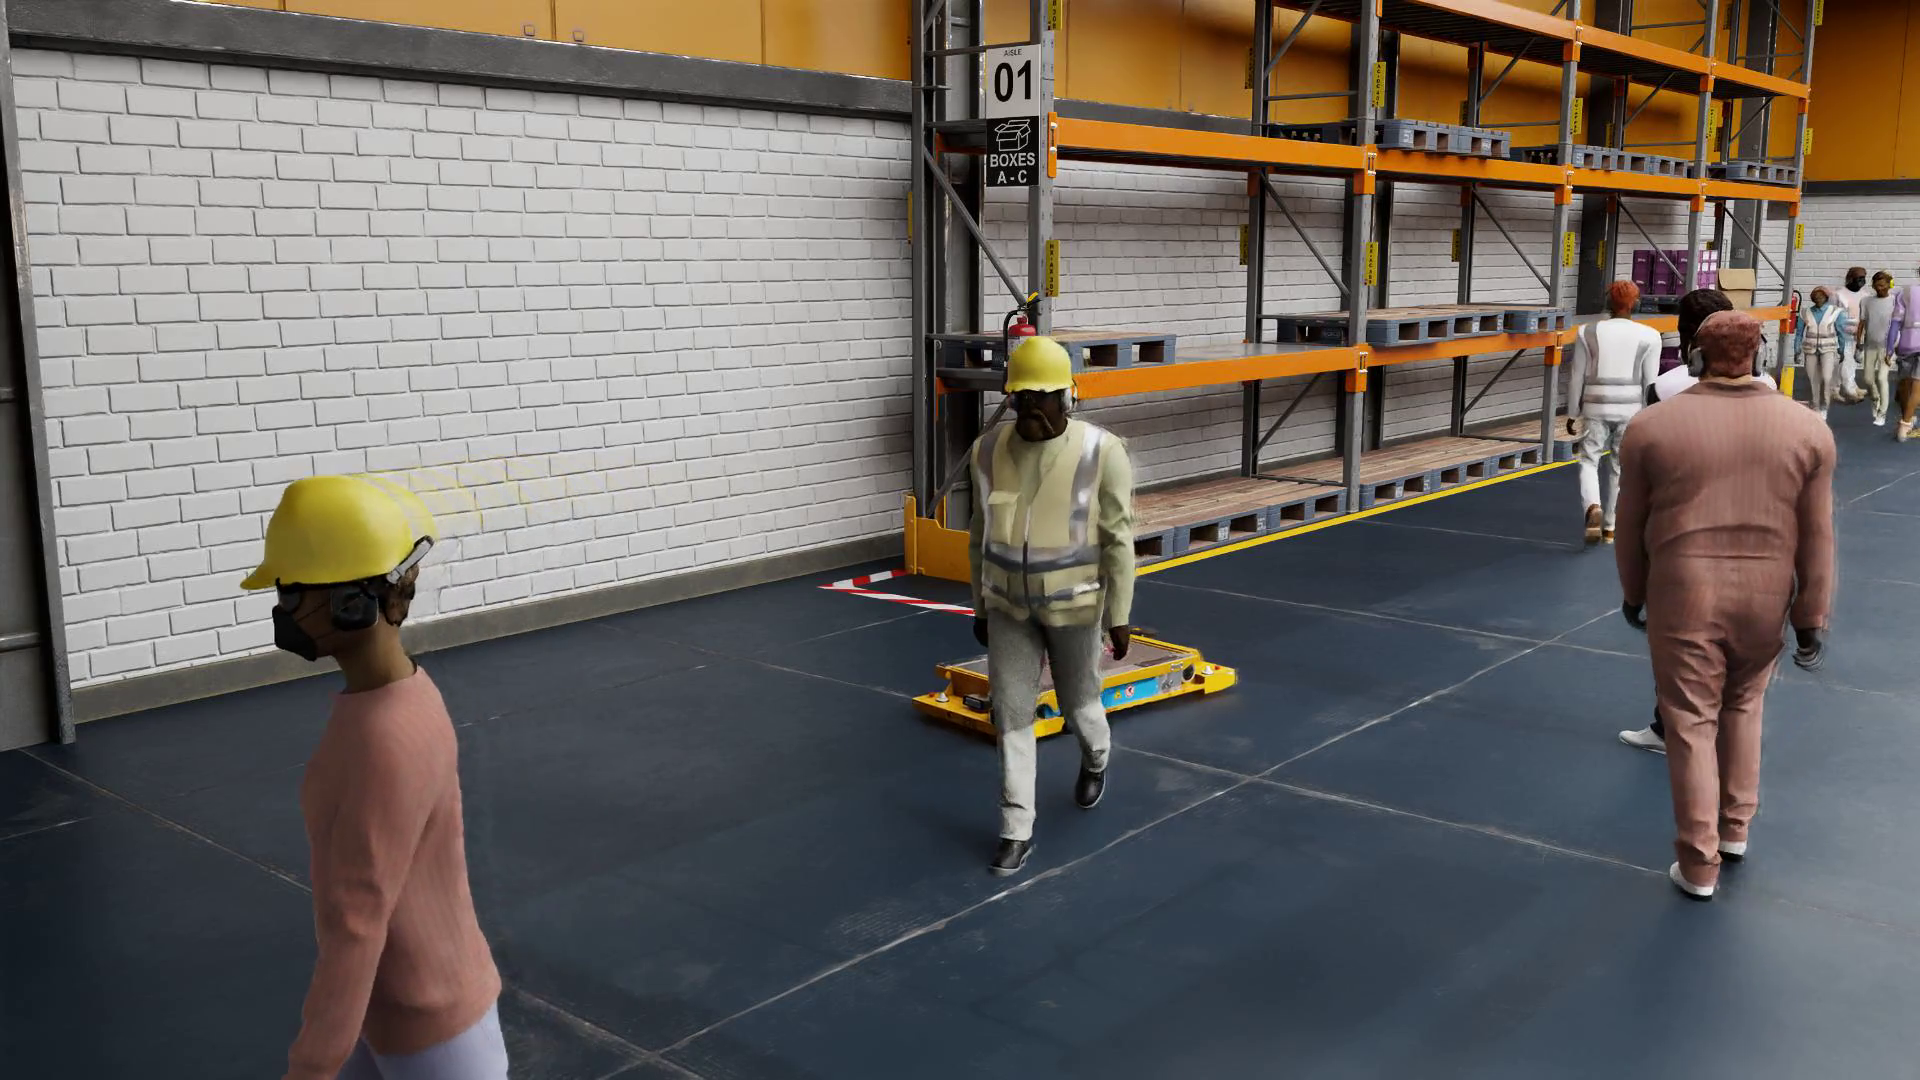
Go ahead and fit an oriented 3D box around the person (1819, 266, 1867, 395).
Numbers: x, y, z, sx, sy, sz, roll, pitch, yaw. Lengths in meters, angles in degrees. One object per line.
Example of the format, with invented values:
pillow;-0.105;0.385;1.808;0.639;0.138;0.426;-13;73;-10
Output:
person;12.648;-2.979;23.704;0.542;1.824;0.659;4;11;24

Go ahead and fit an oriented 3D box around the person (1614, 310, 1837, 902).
person;2.449;0.200;5.441;0.635;1.874;0.737;2;10;9

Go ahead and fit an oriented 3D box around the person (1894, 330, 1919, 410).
person;12.455;-2.598;21.616;0.630;1.781;0.756;3;10;18

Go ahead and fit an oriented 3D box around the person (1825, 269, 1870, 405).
person;11.897;-2.701;22.156;0.635;1.793;0.870;-2;10;-14

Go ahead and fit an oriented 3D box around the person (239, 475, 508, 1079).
person;-0.977;0.759;2.677;0.902;1.721;0.527;-5;11;-25

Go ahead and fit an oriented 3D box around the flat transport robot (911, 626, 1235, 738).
flat transport robot;0.535;0.626;7.550;1.431;0.197;0.652;-9;13;-40

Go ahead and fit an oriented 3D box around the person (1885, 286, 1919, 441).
person;10.457;-2.077;18.059;0.630;1.981;1.047;9;13;40

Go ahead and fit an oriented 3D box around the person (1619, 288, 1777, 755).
person;3.014;-0.062;6.793;0.591;1.916;0.392;-4;11;-20

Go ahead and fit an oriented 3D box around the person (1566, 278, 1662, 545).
person;4.510;-0.868;11.506;0.588;1.870;0.730;3;10;18

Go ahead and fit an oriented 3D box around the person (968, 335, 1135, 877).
person;0.331;0.185;5.755;0.615;1.801;0.826;4;11;21

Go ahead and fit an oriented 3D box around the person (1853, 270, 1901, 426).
person;10.921;-2.285;19.710;0.531;1.832;0.683;9;13;41

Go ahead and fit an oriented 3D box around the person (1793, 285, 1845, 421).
person;10.335;-2.247;20.038;0.553;1.618;0.471;8;13;38
